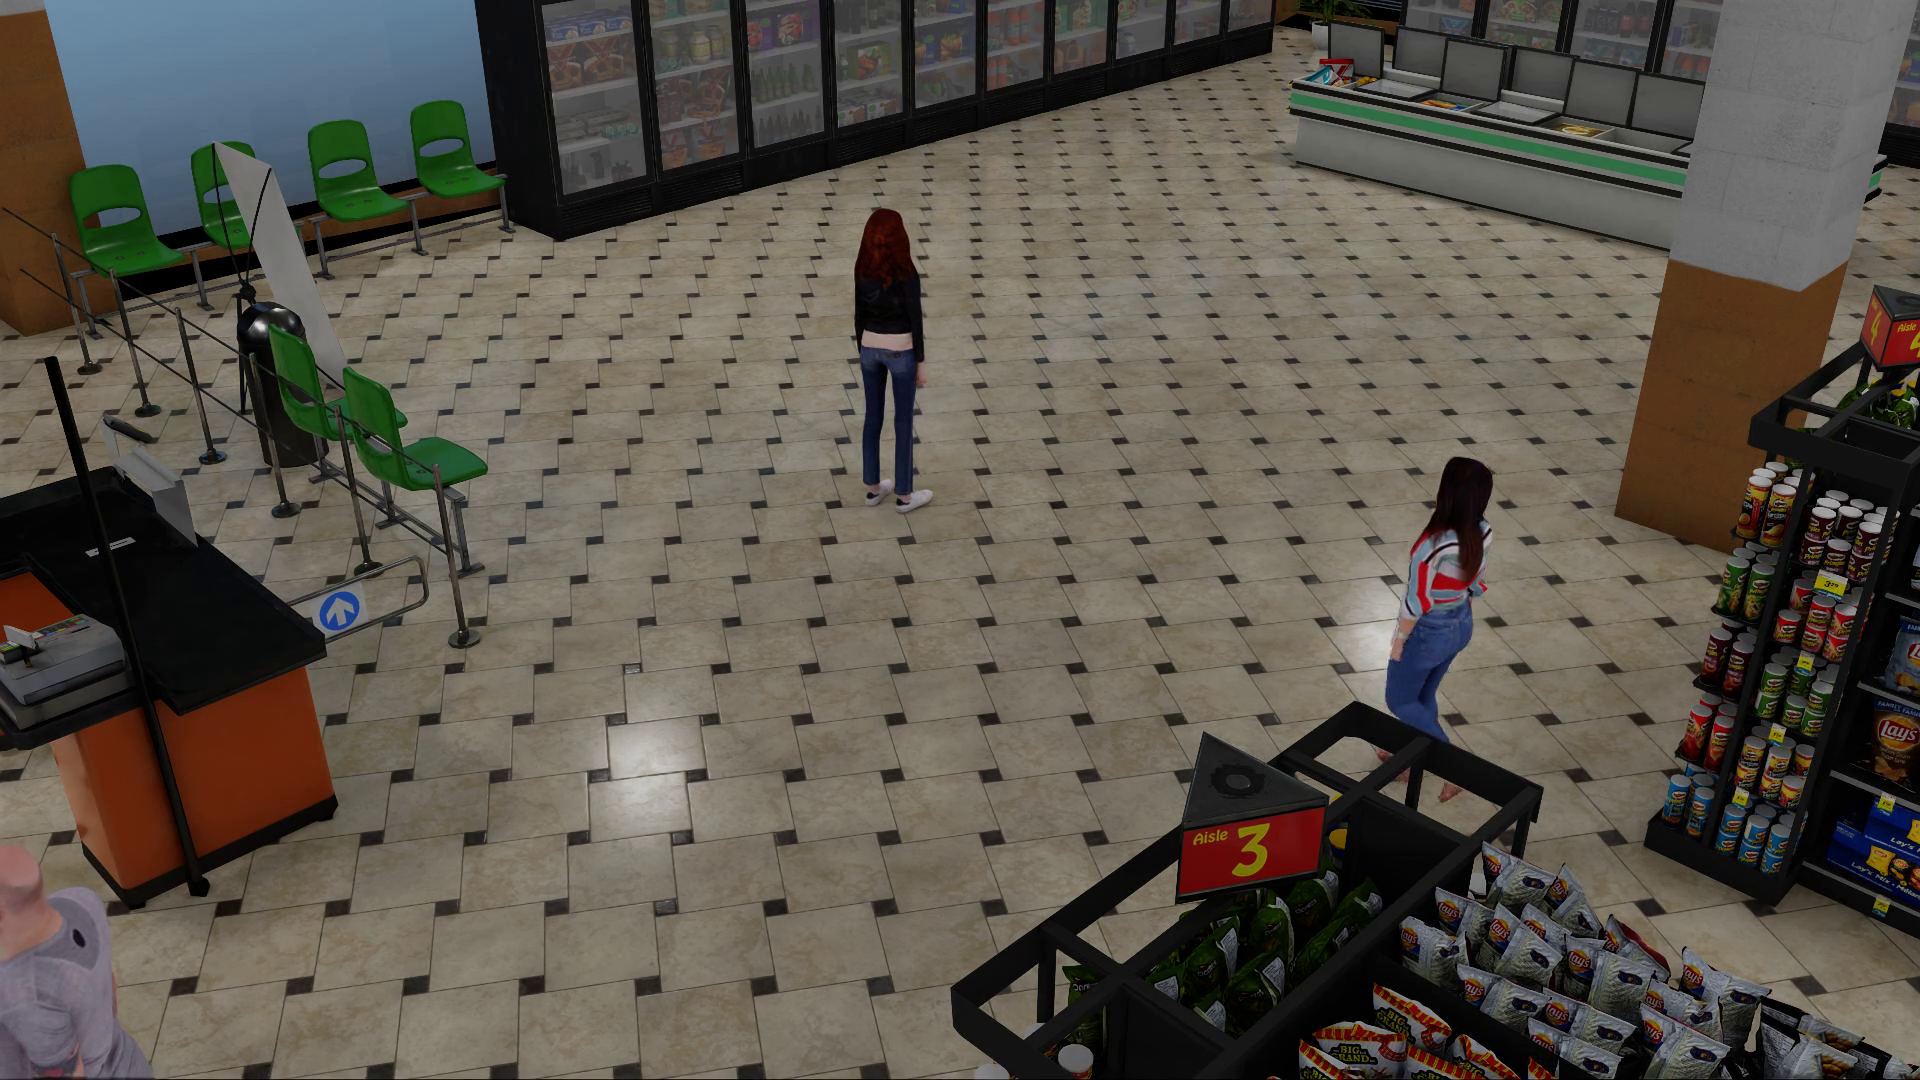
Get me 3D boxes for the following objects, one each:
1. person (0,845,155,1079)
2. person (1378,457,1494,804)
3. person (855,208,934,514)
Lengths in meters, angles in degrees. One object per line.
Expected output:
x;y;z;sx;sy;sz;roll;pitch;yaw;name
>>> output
-2.433;1.570;4.648;0.823;1.838;0.720;-6;29;-10;person
2.053;0.426;6.993;0.669;1.599;0.839;-19;34;-31;person
-0.404;-1.013;9.432;0.534;1.787;0.683;15;32;26;person
